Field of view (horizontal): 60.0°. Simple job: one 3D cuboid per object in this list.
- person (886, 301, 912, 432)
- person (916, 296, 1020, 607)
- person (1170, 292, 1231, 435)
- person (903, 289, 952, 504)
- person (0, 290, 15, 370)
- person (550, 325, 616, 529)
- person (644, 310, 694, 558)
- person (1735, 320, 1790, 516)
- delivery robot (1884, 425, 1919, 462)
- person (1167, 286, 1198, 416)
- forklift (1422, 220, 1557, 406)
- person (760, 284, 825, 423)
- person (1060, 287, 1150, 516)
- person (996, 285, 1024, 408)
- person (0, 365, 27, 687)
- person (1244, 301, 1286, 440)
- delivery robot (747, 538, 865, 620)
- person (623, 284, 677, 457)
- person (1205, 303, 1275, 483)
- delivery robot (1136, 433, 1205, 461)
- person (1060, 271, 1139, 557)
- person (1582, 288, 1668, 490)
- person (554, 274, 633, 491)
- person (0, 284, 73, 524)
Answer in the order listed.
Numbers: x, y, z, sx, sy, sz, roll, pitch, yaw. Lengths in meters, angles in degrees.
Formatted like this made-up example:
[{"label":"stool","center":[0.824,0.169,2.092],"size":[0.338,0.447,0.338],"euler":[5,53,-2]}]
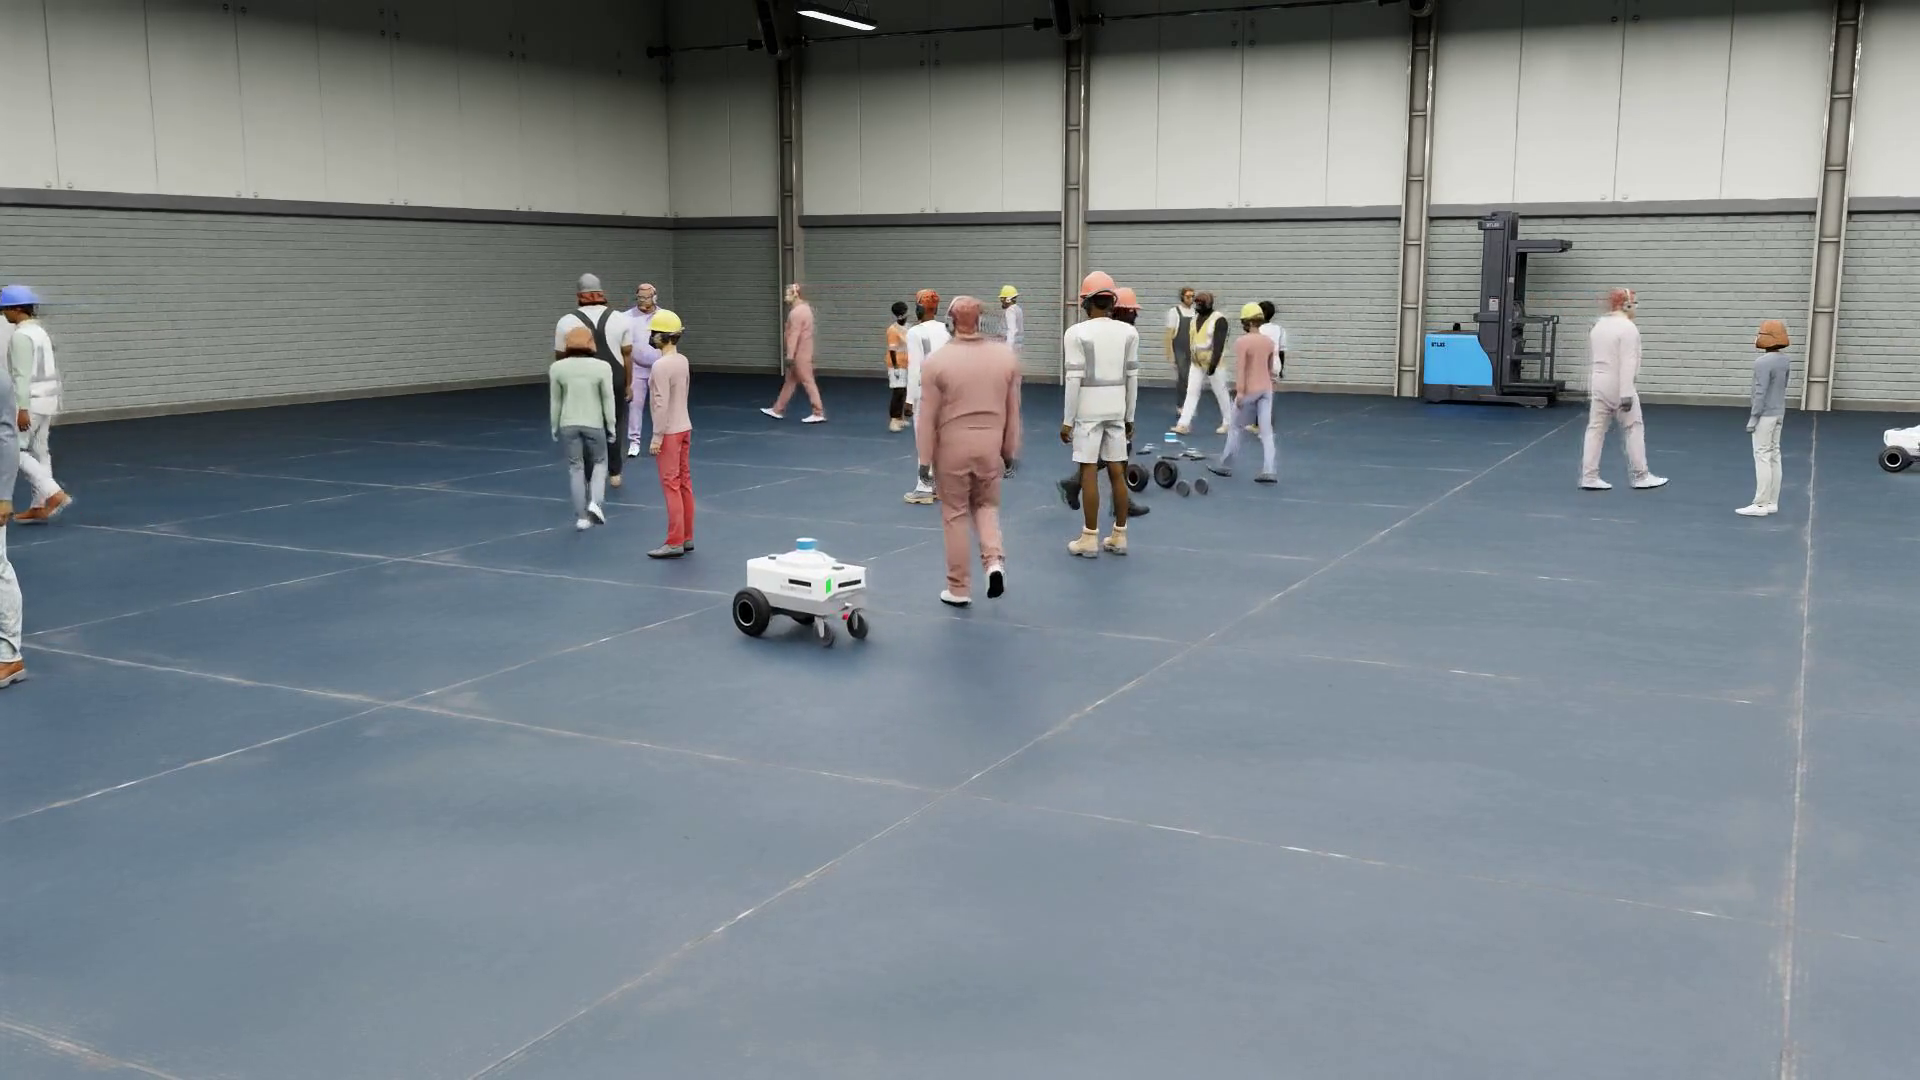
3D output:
[{"label":"person","center":[-0.755,-2.220,21.280],"size":[0.370,1.659,0.689],"euler":[4,10,22]},{"label":"person","center":[0.031,-0.537,10.157],"size":[0.667,1.895,0.427],"euler":[-4,10,-24]},{"label":"person","center":[3.090,-2.202,20.793],"size":[0.997,1.784,0.652],"euler":[-7,12,-37]},{"label":"person","center":[-0.284,-1.274,14.765],"size":[0.356,1.882,0.574],"euler":[8,12,39]},{"label":"person","center":[-9.759,-1.629,16.996],"size":[0.309,1.868,0.535],"euler":[4,10,24]},{"label":"person","center":[-2.993,-0.893,13.219],"size":[0.526,1.618,0.344],"euler":[-1,9,-4]},{"label":"person","center":[-2.098,-0.767,11.981],"size":[0.300,1.772,0.532],"euler":[2,9,11]},{"label":"person","center":[6.780,-1.028,13.998],"size":[0.507,1.636,0.277],"euler":[-8,12,-41]},{"label":"delivery robot","center":[9.883,-1.006,17.034],"size":[0.707,0.478,0.477],"euler":[7,12,37]},{"label":"person","center":[3.215,-2.642,23.354],"size":[0.541,1.828,0.632],"euler":[-4,10,-25]},{"label":"forklift","center":[8.245,-3.527,25.720],"size":[1.873,2.768,1.129],"euler":[5,10,27]},{"label":"person","center":[-2.278,-2.509,22.443],"size":[0.983,1.853,0.650],"euler":[1,9,5]},{"label":"person","center":[1.225,-1.144,13.863],"size":[0.690,1.917,0.554],"euler":[0,9,-1]},{"label":"person","center":[0.740,-2.853,24.663],"size":[0.404,1.827,0.600],"euler":[2,9,12]},{"label":"person","center":[-4.920,-0.238,8.200],"size":[0.635,1.937,0.353],"euler":[3,10,18]},{"label":"person","center":[3.630,-2.061,20.242],"size":[0.553,1.663,0.769],"euler":[-6,11,-31]},{"label":"delivery robot","center":[-0.871,0.233,9.395],"size":[0.707,0.478,0.477],"euler":[8,12,40]},{"label":"person","center":[-3.448,-1.875,18.416],"size":[0.642,1.903,0.399],"euler":[-2,9,-14]},{"label":"person","center":[2.800,-1.440,16.237],"size":[0.550,1.719,0.867],"euler":[-6,11,-32]},{"label":"delivery robot","center":[1.956,-0.881,15.463],"size":[0.335,0.223,0.698],"euler":[-8,12,-41]},{"label":"person","center":[0.989,-0.910,12.024],"size":[0.614,2.041,0.393],"euler":[-5,10,-28]},{"label":"person","center":[6.231,-1.395,15.508],"size":[0.833,1.877,0.674],"euler":[-2,9,-12]},{"label":"person","center":[-3.455,-1.470,15.614],"size":[0.707,2.000,0.758],"euler":[-3,10,-19]},{"label":"person","center":[-7.503,-1.082,13.410],"size":[0.428,1.935,0.647],"euler":[-3,10,-15]}]
